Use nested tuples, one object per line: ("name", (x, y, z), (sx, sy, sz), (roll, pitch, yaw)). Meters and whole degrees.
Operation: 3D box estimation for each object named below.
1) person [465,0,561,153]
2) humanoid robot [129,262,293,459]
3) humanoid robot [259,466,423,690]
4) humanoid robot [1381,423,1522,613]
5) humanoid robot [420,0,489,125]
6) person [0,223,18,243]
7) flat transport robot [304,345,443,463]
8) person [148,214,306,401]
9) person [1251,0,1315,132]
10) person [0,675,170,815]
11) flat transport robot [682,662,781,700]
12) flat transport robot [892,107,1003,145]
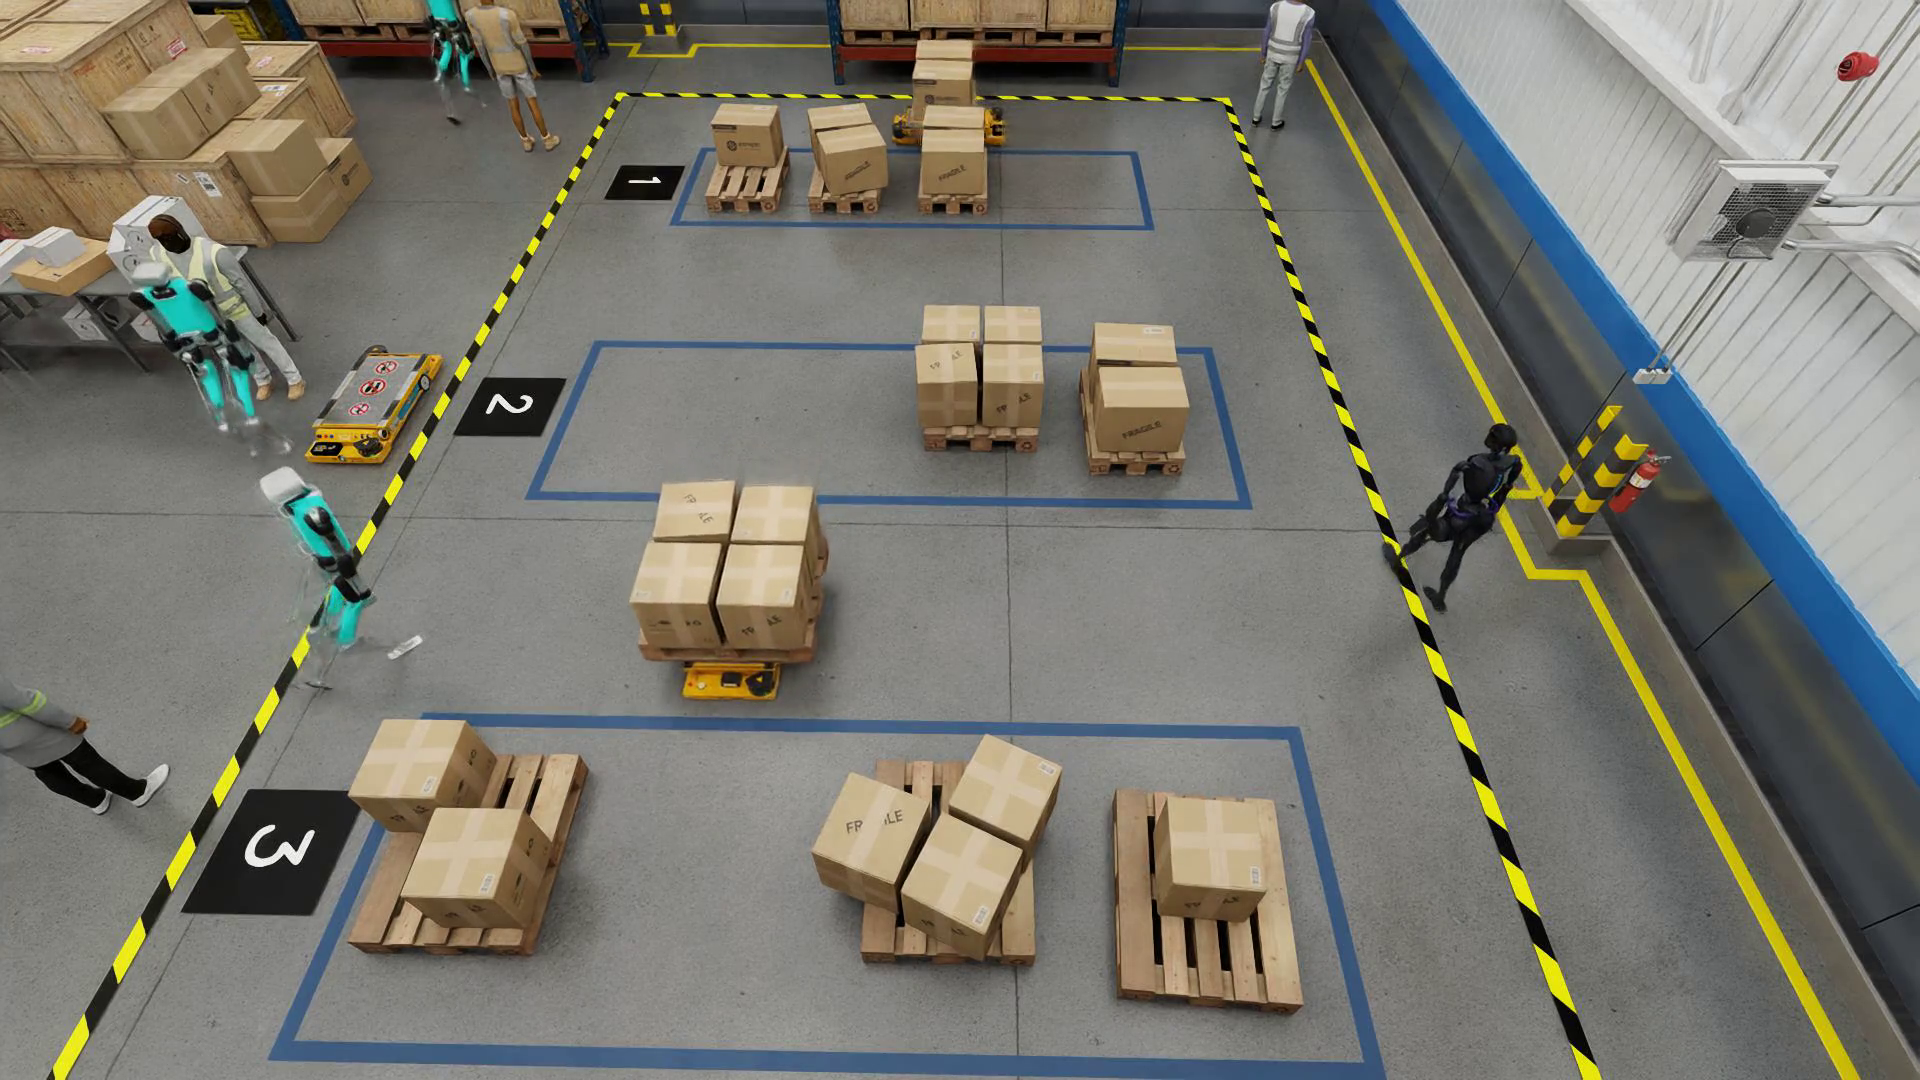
("person", (-5.414, -5.716, 11.049), (0.604, 2.034, 0.384), (-1, 50, -1))
("humanoid robot", (-6.151, -1.349, 7.561), (0.532, 1.794, 0.755), (-13, 51, -11))
("humanoid robot", (-4.334, 0.392, 6.110), (0.555, 1.828, 0.888), (35, 58, 26))
("humanoid robot", (3.603, -0.211, 6.633), (0.613, 1.632, 0.690), (-8, 50, -6))
("humanoid robot", (-6.584, -6.213, 11.689), (0.530, 1.782, 0.998), (6, 50, 5))
("person", (-9.986, -3.352, 9.123), (0.376, 1.917, 0.596), (6, 50, 5))
("flat transport robot", (-5.383, -1.269, 8.441), (0.659, 0.231, 1.431), (1, 50, 1))
("person", (-6.435, -2.005, 8.041), (0.622, 1.837, 0.429), (-3, 50, -2))
("person", (4.063, -6.087, 11.489), (0.599, 1.836, 0.404), (27, 55, 21))
("person", (-5.546, 1.083, 5.417), (0.587, 1.847, 0.394), (-7, 50, -6))
("flat transport robot", (-1.625, 0.535, 6.896), (0.652, 0.197, 1.431), (1, 50, 1))
("flat transport robot", (-0.153, -5.401, 11.919), (1.431, 0.197, 0.652), (1, 50, 1))
